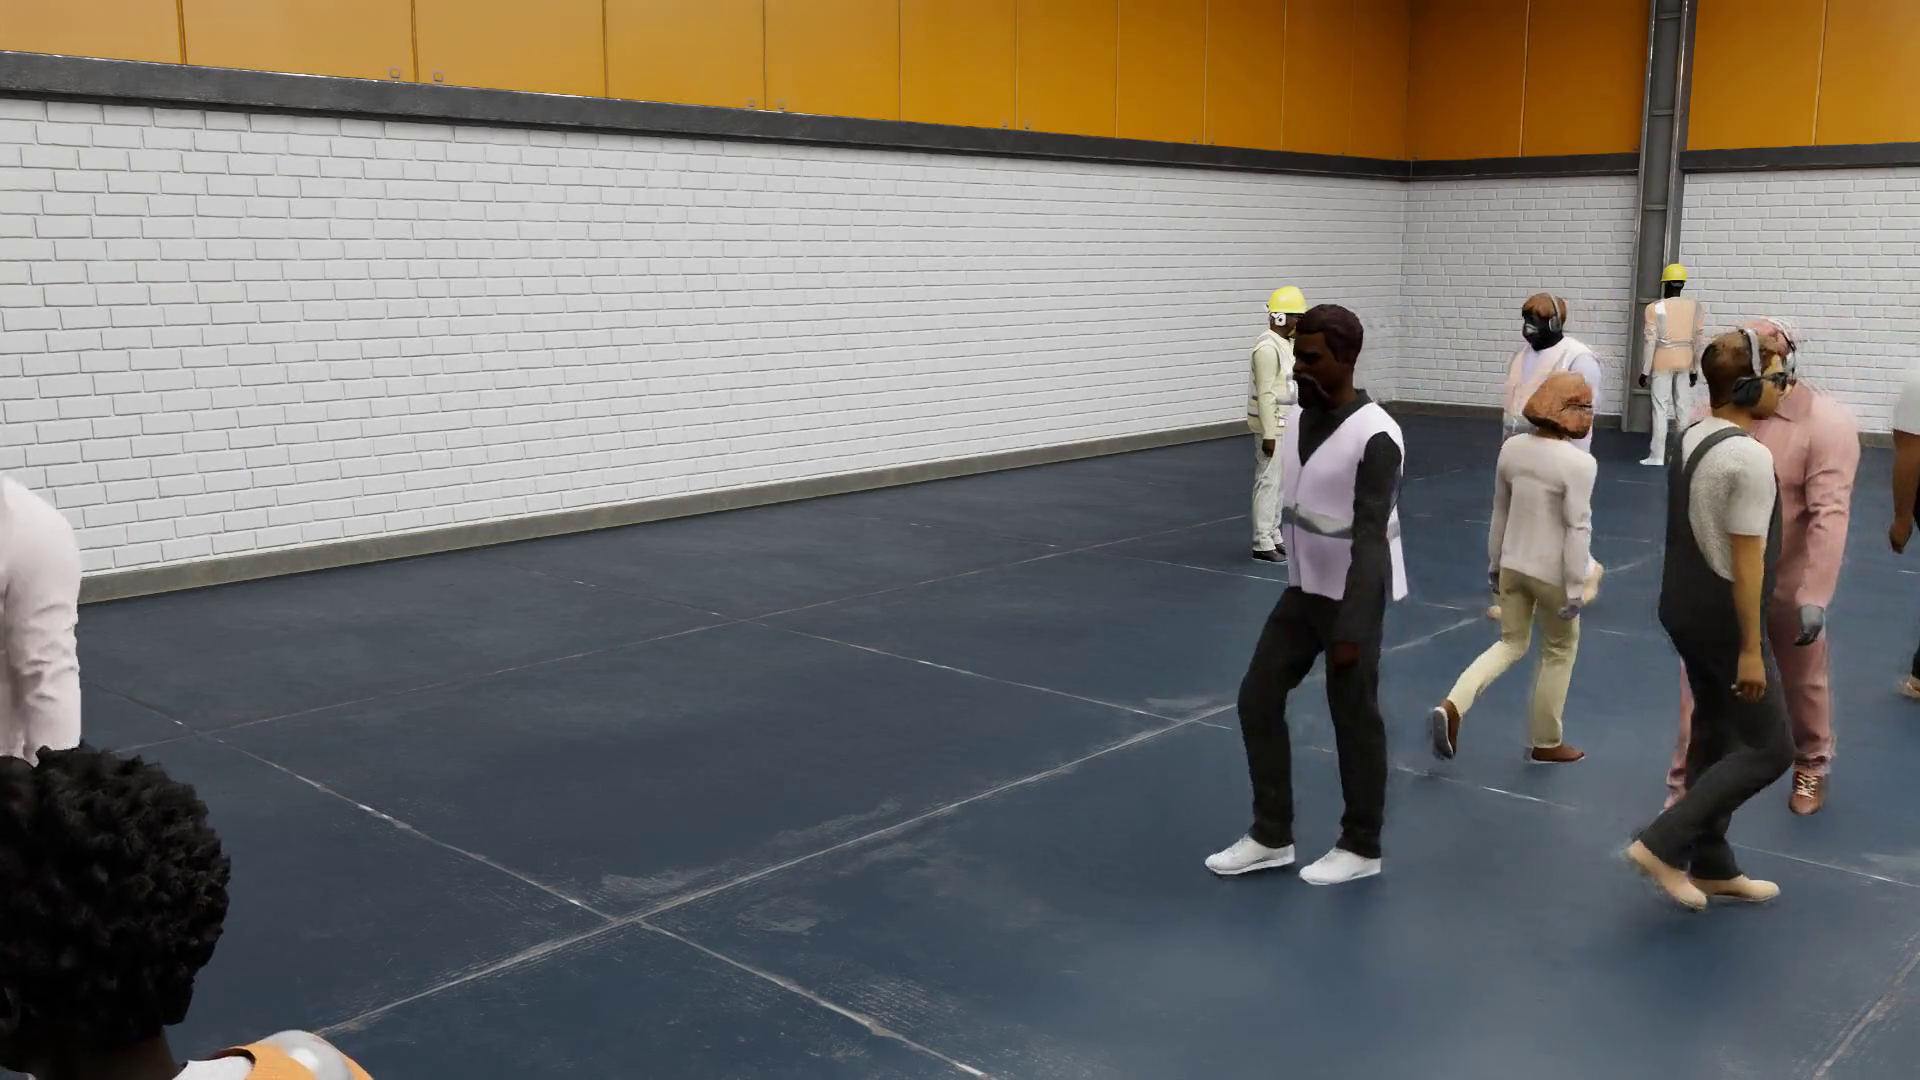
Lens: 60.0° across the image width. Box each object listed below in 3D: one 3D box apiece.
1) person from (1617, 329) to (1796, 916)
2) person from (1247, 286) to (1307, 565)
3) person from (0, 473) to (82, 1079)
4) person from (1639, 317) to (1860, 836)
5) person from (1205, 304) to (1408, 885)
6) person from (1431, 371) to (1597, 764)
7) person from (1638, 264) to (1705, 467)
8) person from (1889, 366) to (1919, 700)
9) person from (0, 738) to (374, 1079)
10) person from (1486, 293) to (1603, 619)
[{"bbox_3d":[2.341,0.275,5.098,0.514,1.832,0.536,0,10,-1],"label":"person"},{"bbox_3d":[2.103,-0.752,10.978,0.403,1.826,0.592,4,11,24],"label":"person"},{"bbox_3d":[-2.221,0.529,3.566,0.735,1.877,0.405,0,10,-1],"label":"person"},{"bbox_3d":[2.864,0.132,5.915,1.027,1.850,0.650,-8,13,-38],"label":"person"},{"bbox_3d":[1.100,0.205,5.314,0.723,1.892,0.637,-4,11,-20],"label":"person"},{"bbox_3d":[2.232,0.137,6.529,0.653,1.603,0.524,-5,11,-25],"label":"person"},{"bbox_3d":[6.737,-1.651,15.805,0.590,1.926,0.388,-1,10,-7],"label":"person"},{"bbox_3d":[4.385,-0.179,7.102,0.700,2.000,1.042,-2,10,-10],"label":"person"},{"bbox_3d":[-0.657,0.997,1.415,0.318,1.690,0.521,3,10,16],"label":"person"},{"bbox_3d":[3.292,-0.458,9.286,0.574,1.831,0.638,-5,11,-25],"label":"person"}]
